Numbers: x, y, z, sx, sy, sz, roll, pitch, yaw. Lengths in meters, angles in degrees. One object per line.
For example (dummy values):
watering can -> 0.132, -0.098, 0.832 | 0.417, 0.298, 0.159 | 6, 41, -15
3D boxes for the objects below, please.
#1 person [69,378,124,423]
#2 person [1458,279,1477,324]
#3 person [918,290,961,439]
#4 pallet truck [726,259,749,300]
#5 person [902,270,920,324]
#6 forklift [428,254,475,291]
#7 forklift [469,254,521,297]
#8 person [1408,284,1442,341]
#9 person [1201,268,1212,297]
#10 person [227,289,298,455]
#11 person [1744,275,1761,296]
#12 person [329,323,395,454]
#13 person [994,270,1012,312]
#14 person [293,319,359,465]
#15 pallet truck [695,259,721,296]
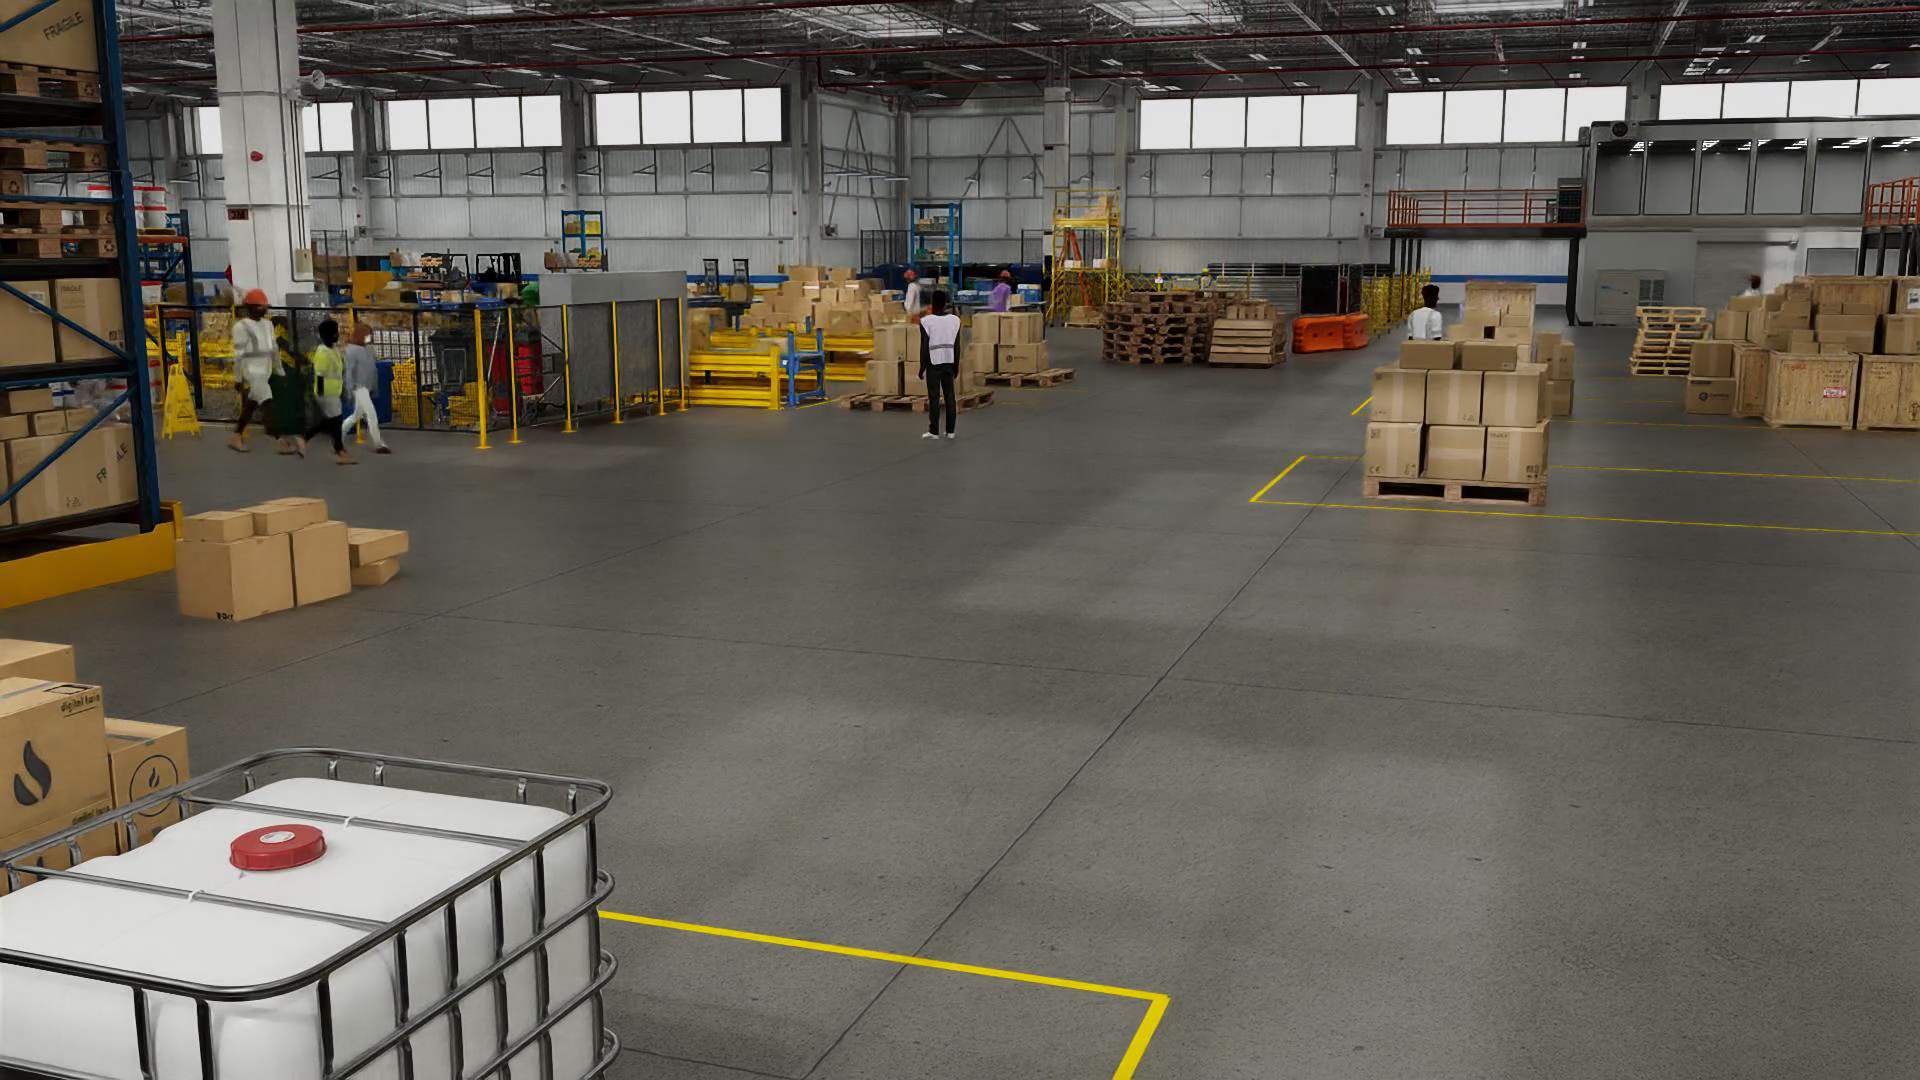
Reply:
person -> -10.811, -2.106, 20.729 | 0.555, 1.885, 0.660 | 3, 11, 18
person -> 9.015, -3.629, 29.243 | 0.557, 1.914, 0.754 | 10, 14, 44
person -> -0.259, -2.266, 21.543 | 0.594, 1.919, 0.388 | -6, 12, -30
pallet truck -> -7.986, -9.493, 62.019 | 0.823, 1.965, 1.885 | 3, 11, 17
person -> -1.040, -5.109, 37.476 | 0.994, 1.957, 0.621 | -2, 10, -9
forklift -> -20.133, -10.254, 65.465 | 1.157, 1.987, 2.680 | 3, 11, 19
forklift -> -17.990, -10.121, 64.684 | 1.157, 1.987, 2.680 | 3, 11, 17
person -> 6.432, -2.537, 22.932 | 0.367, 1.966, 0.603 | -5, 11, -28
person -> 8.188, -8.215, 55.561 | 0.484, 1.736, 0.309 | -9, 13, -41
person -> -8.421, -2.005, 19.917 | 1.065, 1.994, 0.601 | 2, 10, 12
person -> 17.602, -4.934, 36.811 | 0.590, 1.826, 1.009 | -7, 12, -36
person -> -7.223, -1.811, 19.926 | 0.802, 1.592, 0.516 | 1, 10, 8
person -> 1.109, -5.361, 39.035 | 0.931, 1.891, 0.569 | -8, 13, -40
person -> -7.259, -1.679, 18.922 | 0.660, 1.670, 0.531 | -1, 10, -8
pallet truck -> -9.165, -9.627, 62.776 | 0.823, 1.965, 1.885 | 4, 11, 23
